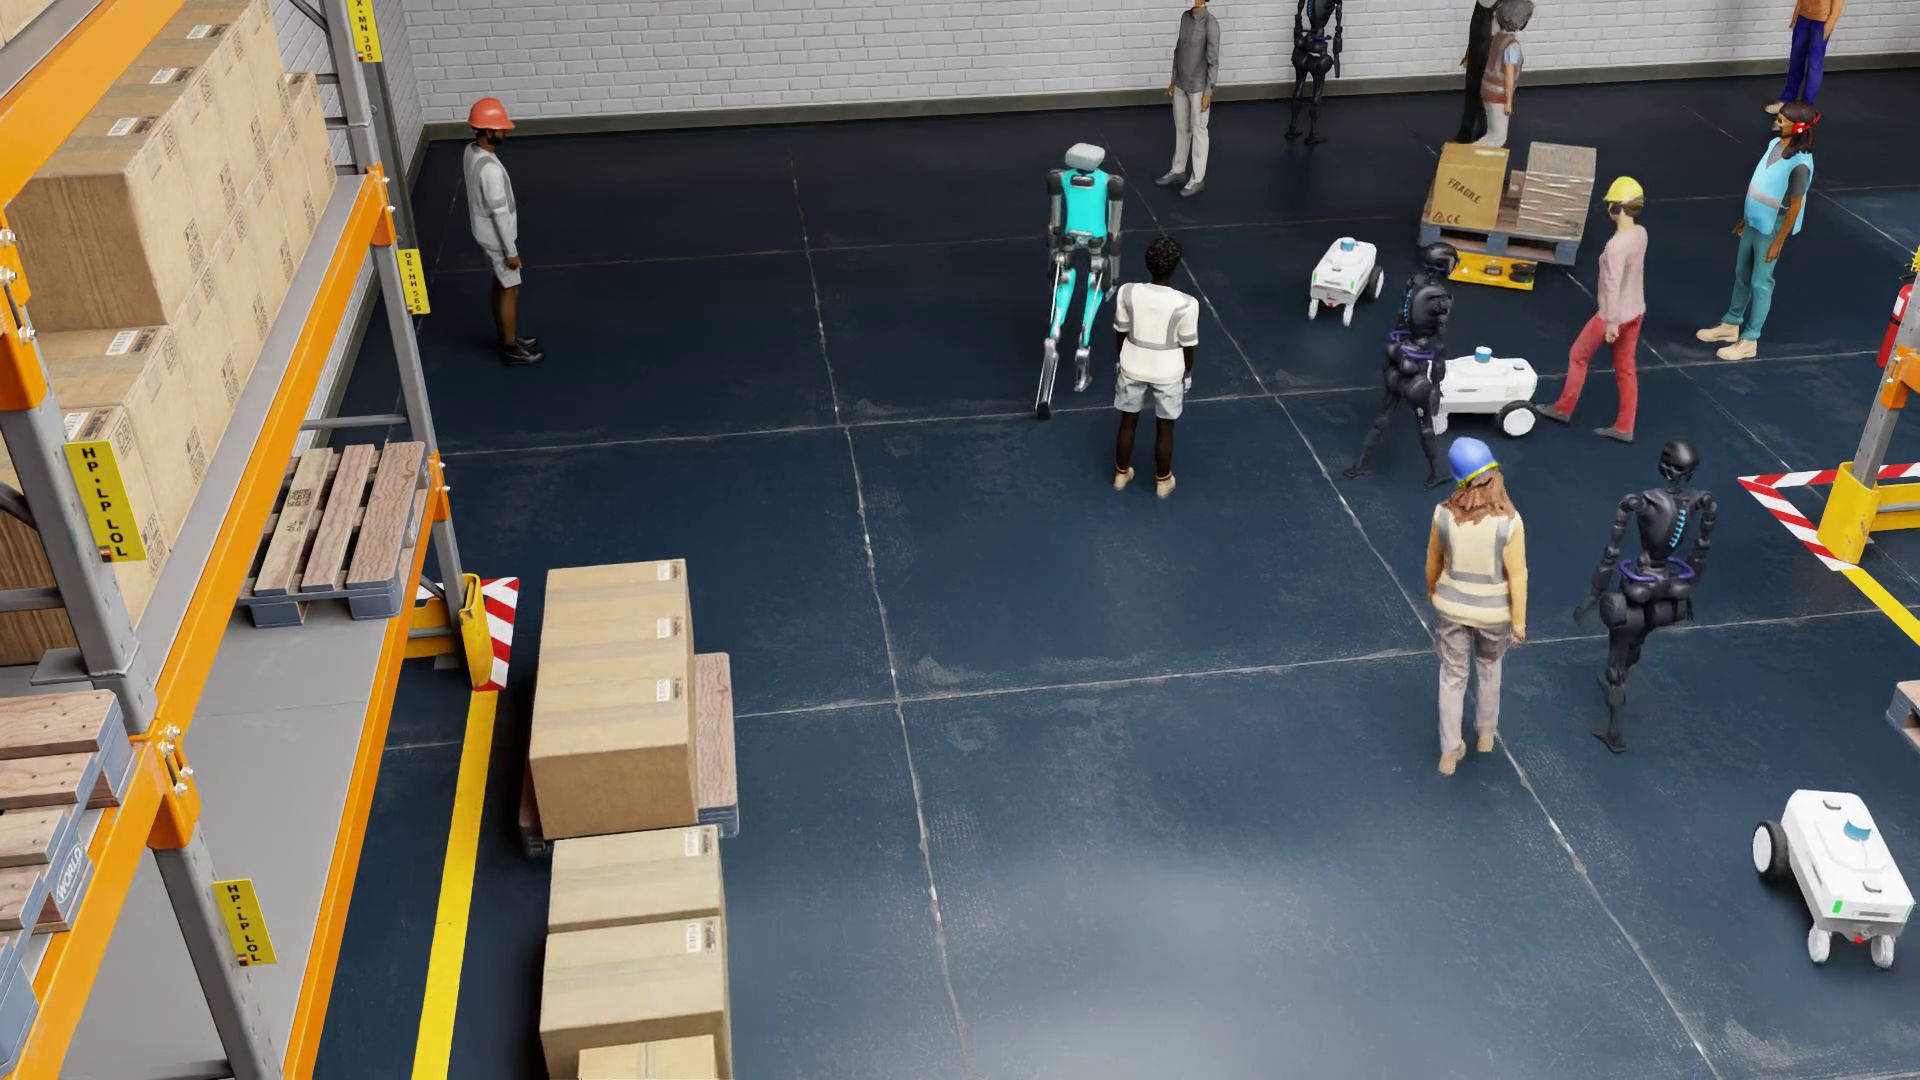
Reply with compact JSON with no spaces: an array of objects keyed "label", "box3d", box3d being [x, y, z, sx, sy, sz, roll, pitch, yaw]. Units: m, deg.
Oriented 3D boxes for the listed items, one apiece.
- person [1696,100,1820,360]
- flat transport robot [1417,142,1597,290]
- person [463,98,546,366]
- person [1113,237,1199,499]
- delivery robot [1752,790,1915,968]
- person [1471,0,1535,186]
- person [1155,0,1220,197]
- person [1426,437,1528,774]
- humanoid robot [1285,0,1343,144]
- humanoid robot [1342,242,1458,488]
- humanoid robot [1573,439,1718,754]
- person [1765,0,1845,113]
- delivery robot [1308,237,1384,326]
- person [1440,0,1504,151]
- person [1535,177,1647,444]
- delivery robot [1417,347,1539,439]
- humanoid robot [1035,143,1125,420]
[{"label":"person","box3d":[5.681,-2.182,11.736,0.392,1.866,0.518,-3,33,-4]},{"label":"flat transport robot","box3d":[4.385,-2.426,13.570,0.659,0.231,1.431,11,35,16]},{"label":"person","box3d":[-3.195,-2.132,11.612,0.387,1.924,0.547,-16,37,-23]},{"label":"person","box3d":[1.176,-1.036,10.140,0.534,1.691,0.320,13,35,19]},{"label":"delivery robot","box3d":[3.896,1.452,7.363,0.499,0.592,0.783,3,33,5]},{"label":"person","box3d":[4.656,-3.881,14.510,0.561,1.669,0.472,1,33,1]},{"label":"person","box3d":[2.025,-3.947,14.411,0.395,1.900,0.532,-19,38,-27]},{"label":"person","box3d":[2.480,0.316,8.024,0.530,1.720,0.561,13,35,19]},{"label":"humanoid robot","box3d":[3.315,-4.581,15.571,0.315,1.657,0.599,-22,39,-30]},{"label":"humanoid robot","box3d":[2.816,-1.080,10.258,0.726,1.638,0.599,-7,34,-10]},{"label":"humanoid robot","box3d":[3.362,0.237,8.219,0.611,1.636,0.635,-5,34,-8]},{"label":"person","box3d":[8.241,-5.047,16.034,0.407,1.973,0.515,-11,35,-16]},{"label":"delivery robot","box3d":[2.930,-2.015,12.696,0.499,0.614,0.803,15,36,21]},{"label":"person","box3d":[4.742,-4.357,15.087,0.343,1.846,0.507,-10,34,-15]},{"label":"person","box3d":[4.221,-1.489,10.807,0.536,1.703,0.782,-27,42,-35]},{"label":"delivery robot","box3d":[3.481,-1.000,11.136,0.799,0.608,0.499,-2,33,-2]},{"label":"humanoid robot","box3d":[0.724,-1.645,11.066,0.550,1.792,0.899,11,35,17]}]
